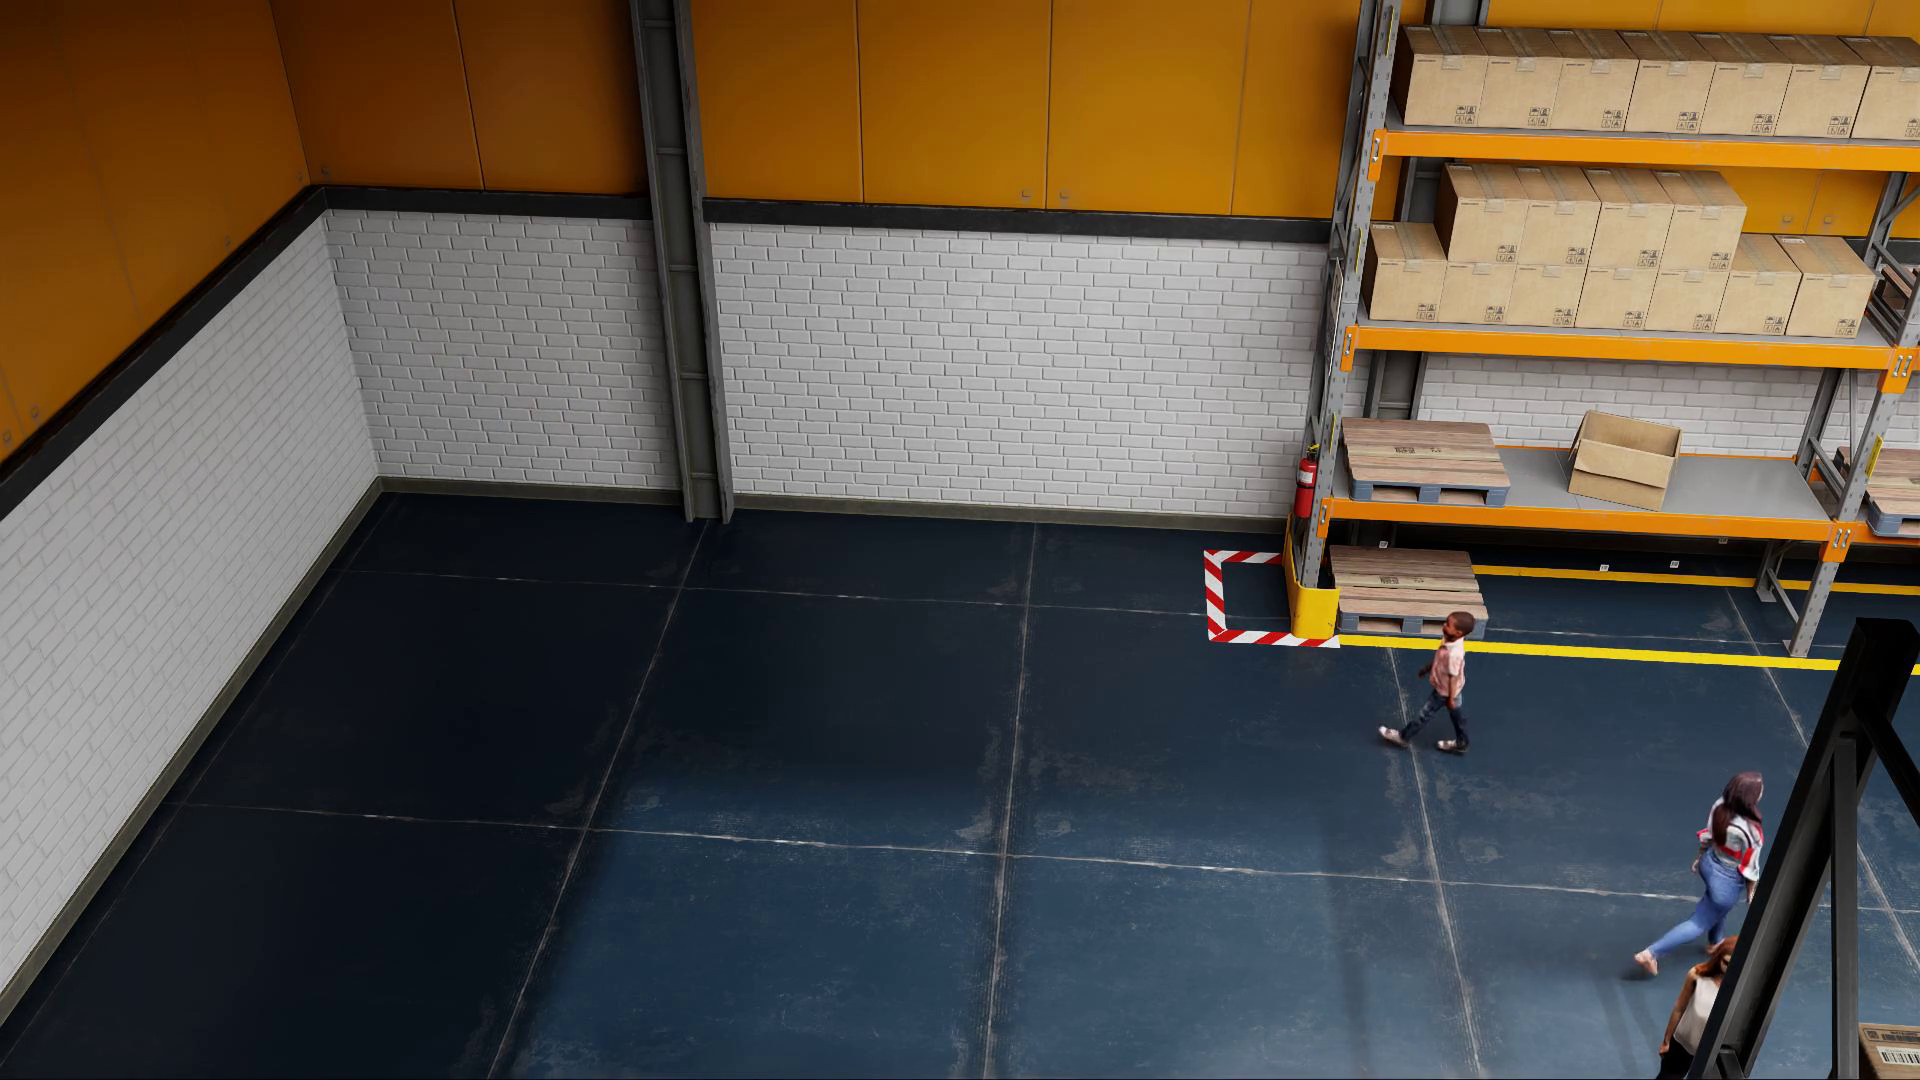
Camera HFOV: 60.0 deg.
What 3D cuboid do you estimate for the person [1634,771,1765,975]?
[{"bbox_3d":[4.682,2.118,10.379,1.113,1.583,0.763,-5,34,-7],"label":"person"}]

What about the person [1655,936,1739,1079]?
[{"bbox_3d":[4.122,2.803,9.225,0.598,1.719,0.703,21,39,29],"label":"person"}]

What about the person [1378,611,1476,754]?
[{"bbox_3d":[3.647,1.077,12.229,0.935,1.267,0.627,10,35,15],"label":"person"}]
